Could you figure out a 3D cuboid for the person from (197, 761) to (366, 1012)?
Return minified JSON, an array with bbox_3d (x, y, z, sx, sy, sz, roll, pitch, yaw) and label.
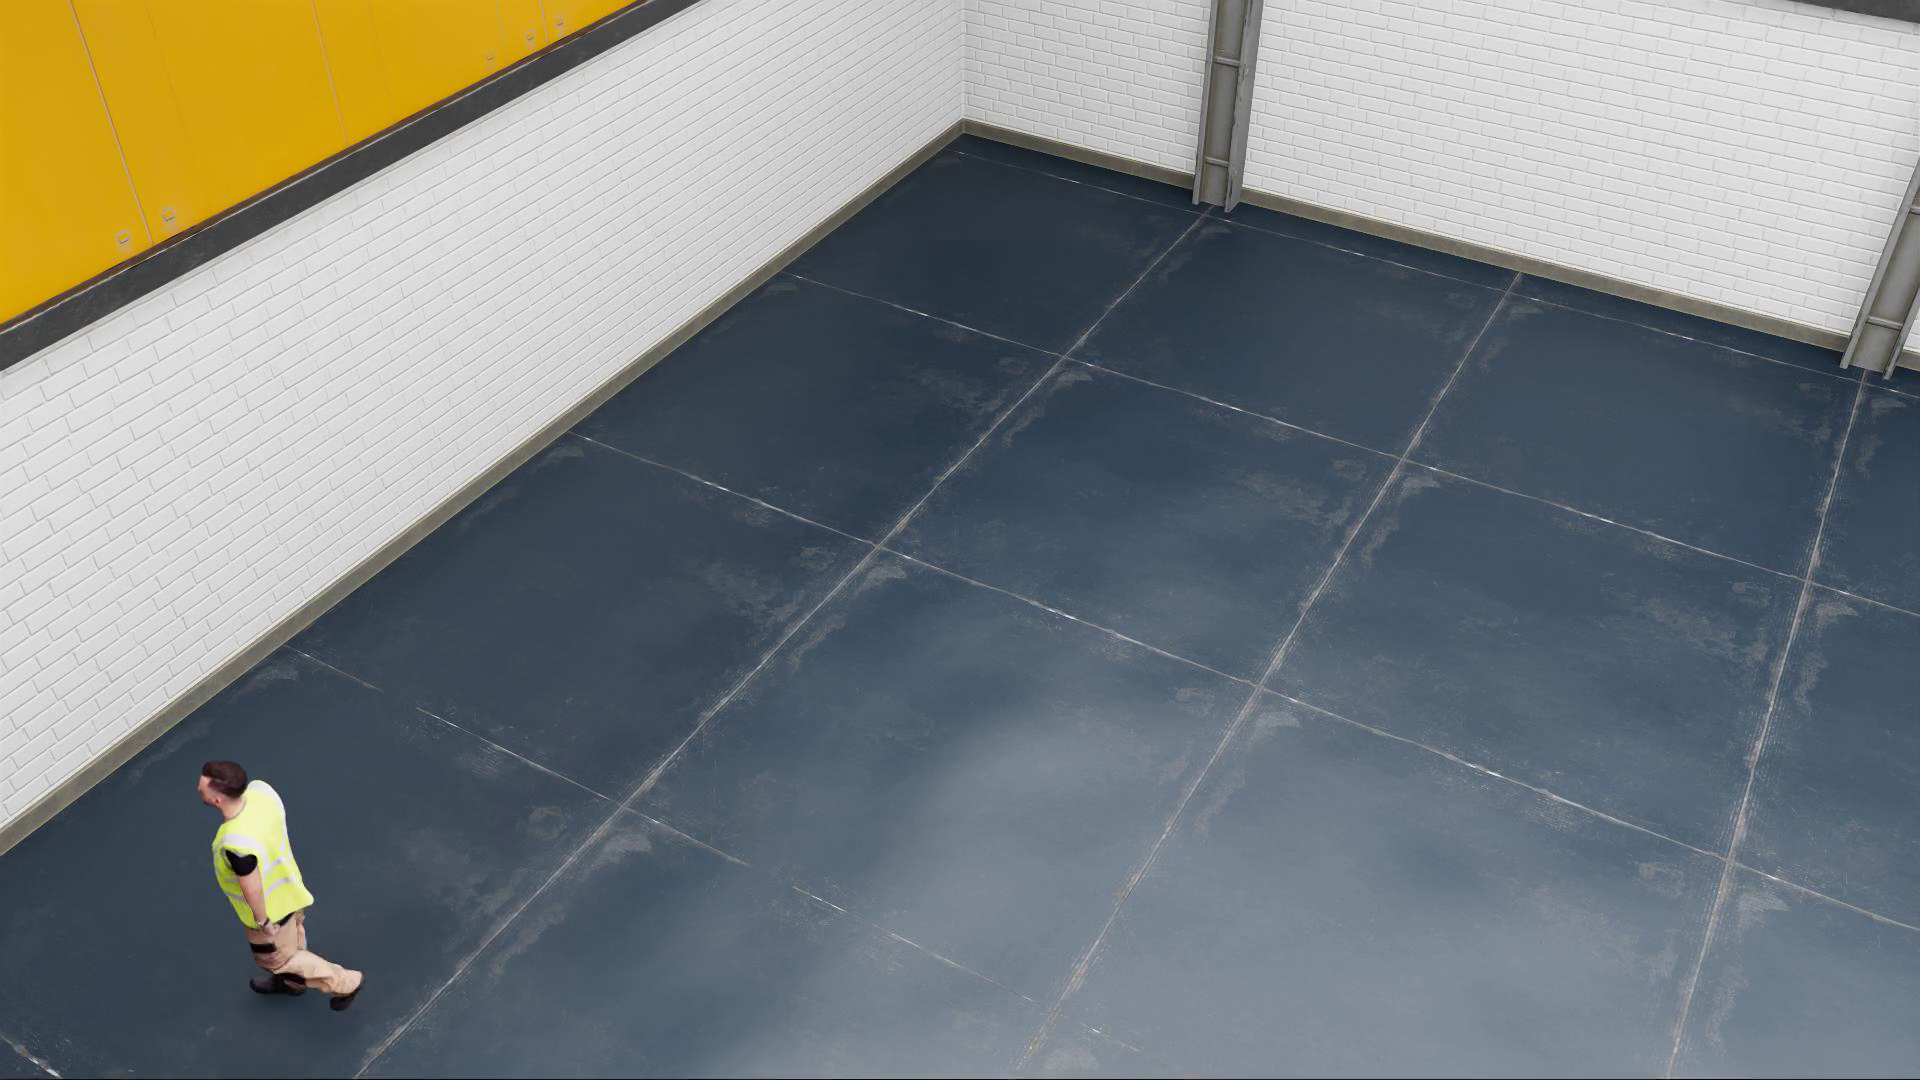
[{"bbox_3d":[-3.524,1.811,8.596,1.085,1.829,0.960,0,39,0],"label":"person"}]
